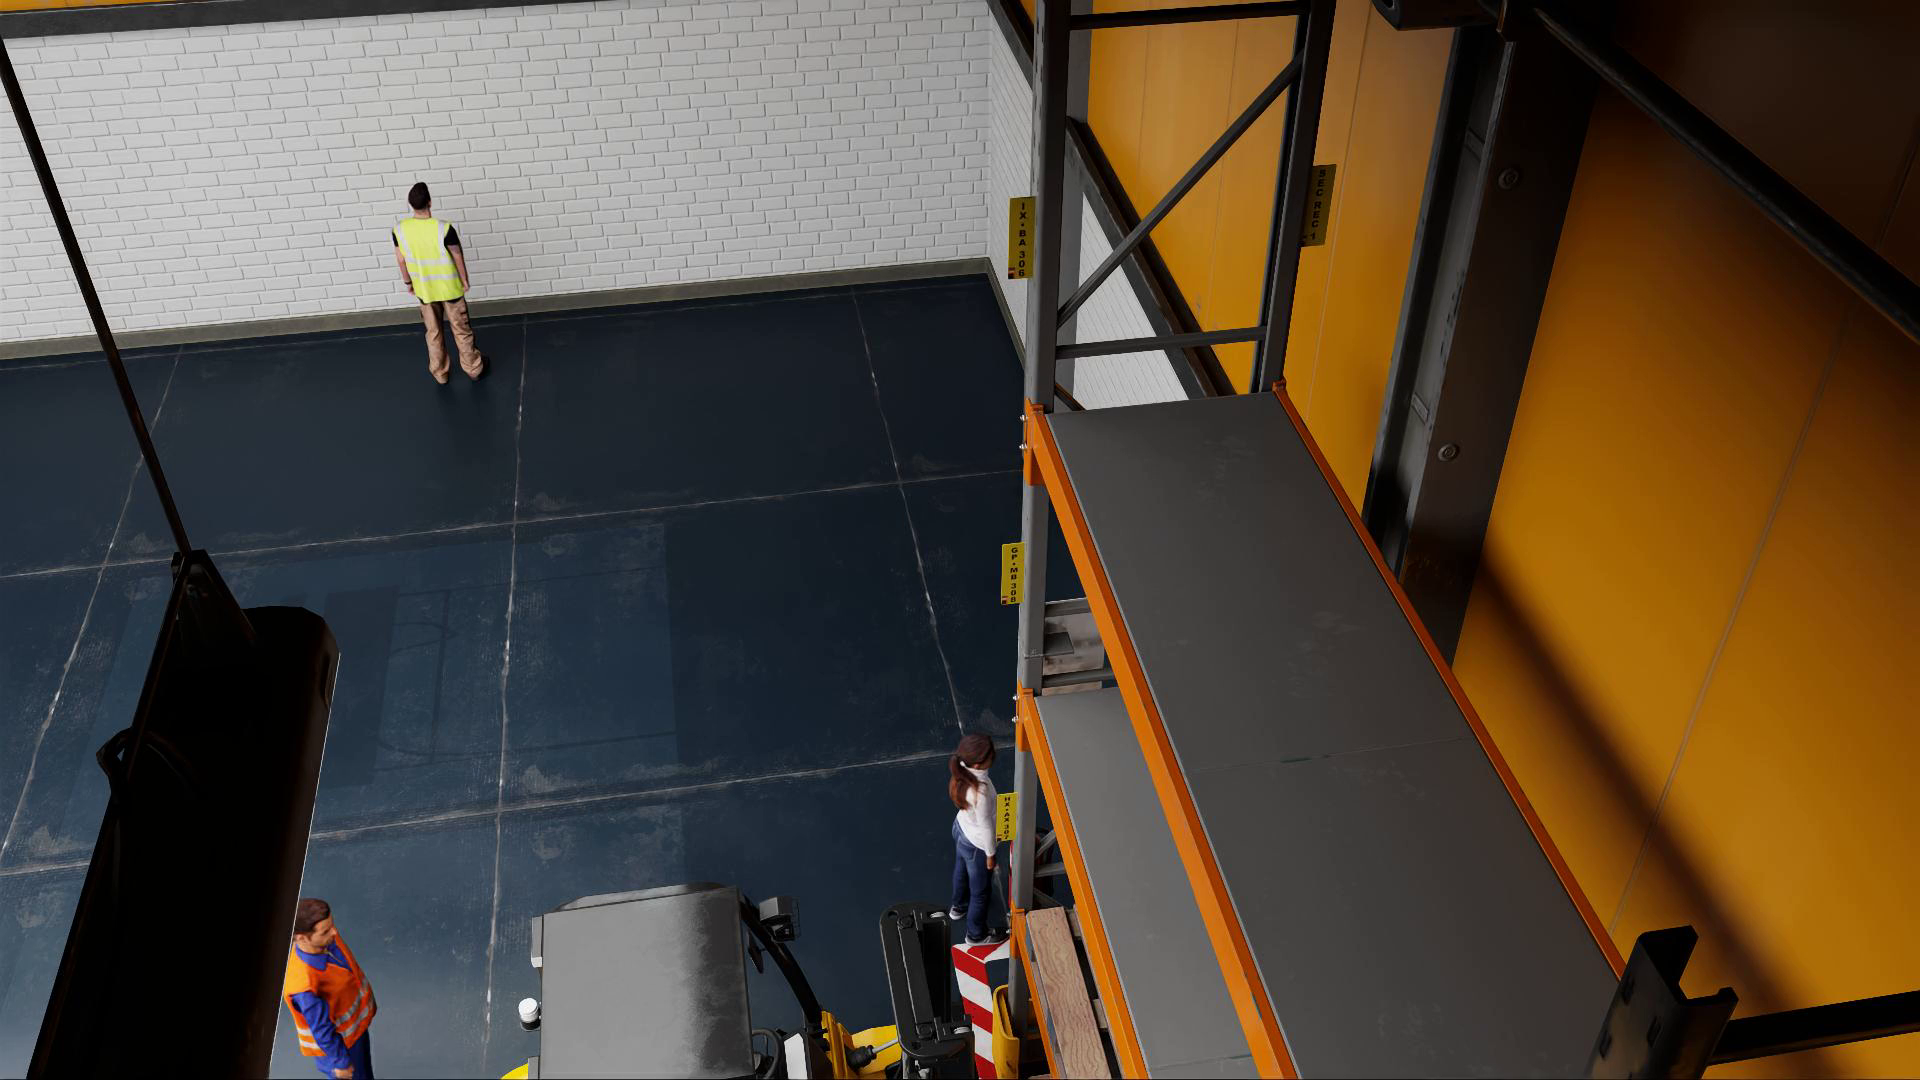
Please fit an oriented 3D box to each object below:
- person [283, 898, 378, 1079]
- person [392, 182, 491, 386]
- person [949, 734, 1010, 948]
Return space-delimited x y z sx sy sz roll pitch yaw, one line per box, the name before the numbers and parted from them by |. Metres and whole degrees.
person | -3.043 2.397 8.148 0.734 1.858 0.518 -6 39 -8
person | -4.330 -2.121 13.815 0.725 1.846 0.737 -2 39 -3
person | 0.076 1.656 9.315 0.635 1.559 0.525 -15 41 -18
